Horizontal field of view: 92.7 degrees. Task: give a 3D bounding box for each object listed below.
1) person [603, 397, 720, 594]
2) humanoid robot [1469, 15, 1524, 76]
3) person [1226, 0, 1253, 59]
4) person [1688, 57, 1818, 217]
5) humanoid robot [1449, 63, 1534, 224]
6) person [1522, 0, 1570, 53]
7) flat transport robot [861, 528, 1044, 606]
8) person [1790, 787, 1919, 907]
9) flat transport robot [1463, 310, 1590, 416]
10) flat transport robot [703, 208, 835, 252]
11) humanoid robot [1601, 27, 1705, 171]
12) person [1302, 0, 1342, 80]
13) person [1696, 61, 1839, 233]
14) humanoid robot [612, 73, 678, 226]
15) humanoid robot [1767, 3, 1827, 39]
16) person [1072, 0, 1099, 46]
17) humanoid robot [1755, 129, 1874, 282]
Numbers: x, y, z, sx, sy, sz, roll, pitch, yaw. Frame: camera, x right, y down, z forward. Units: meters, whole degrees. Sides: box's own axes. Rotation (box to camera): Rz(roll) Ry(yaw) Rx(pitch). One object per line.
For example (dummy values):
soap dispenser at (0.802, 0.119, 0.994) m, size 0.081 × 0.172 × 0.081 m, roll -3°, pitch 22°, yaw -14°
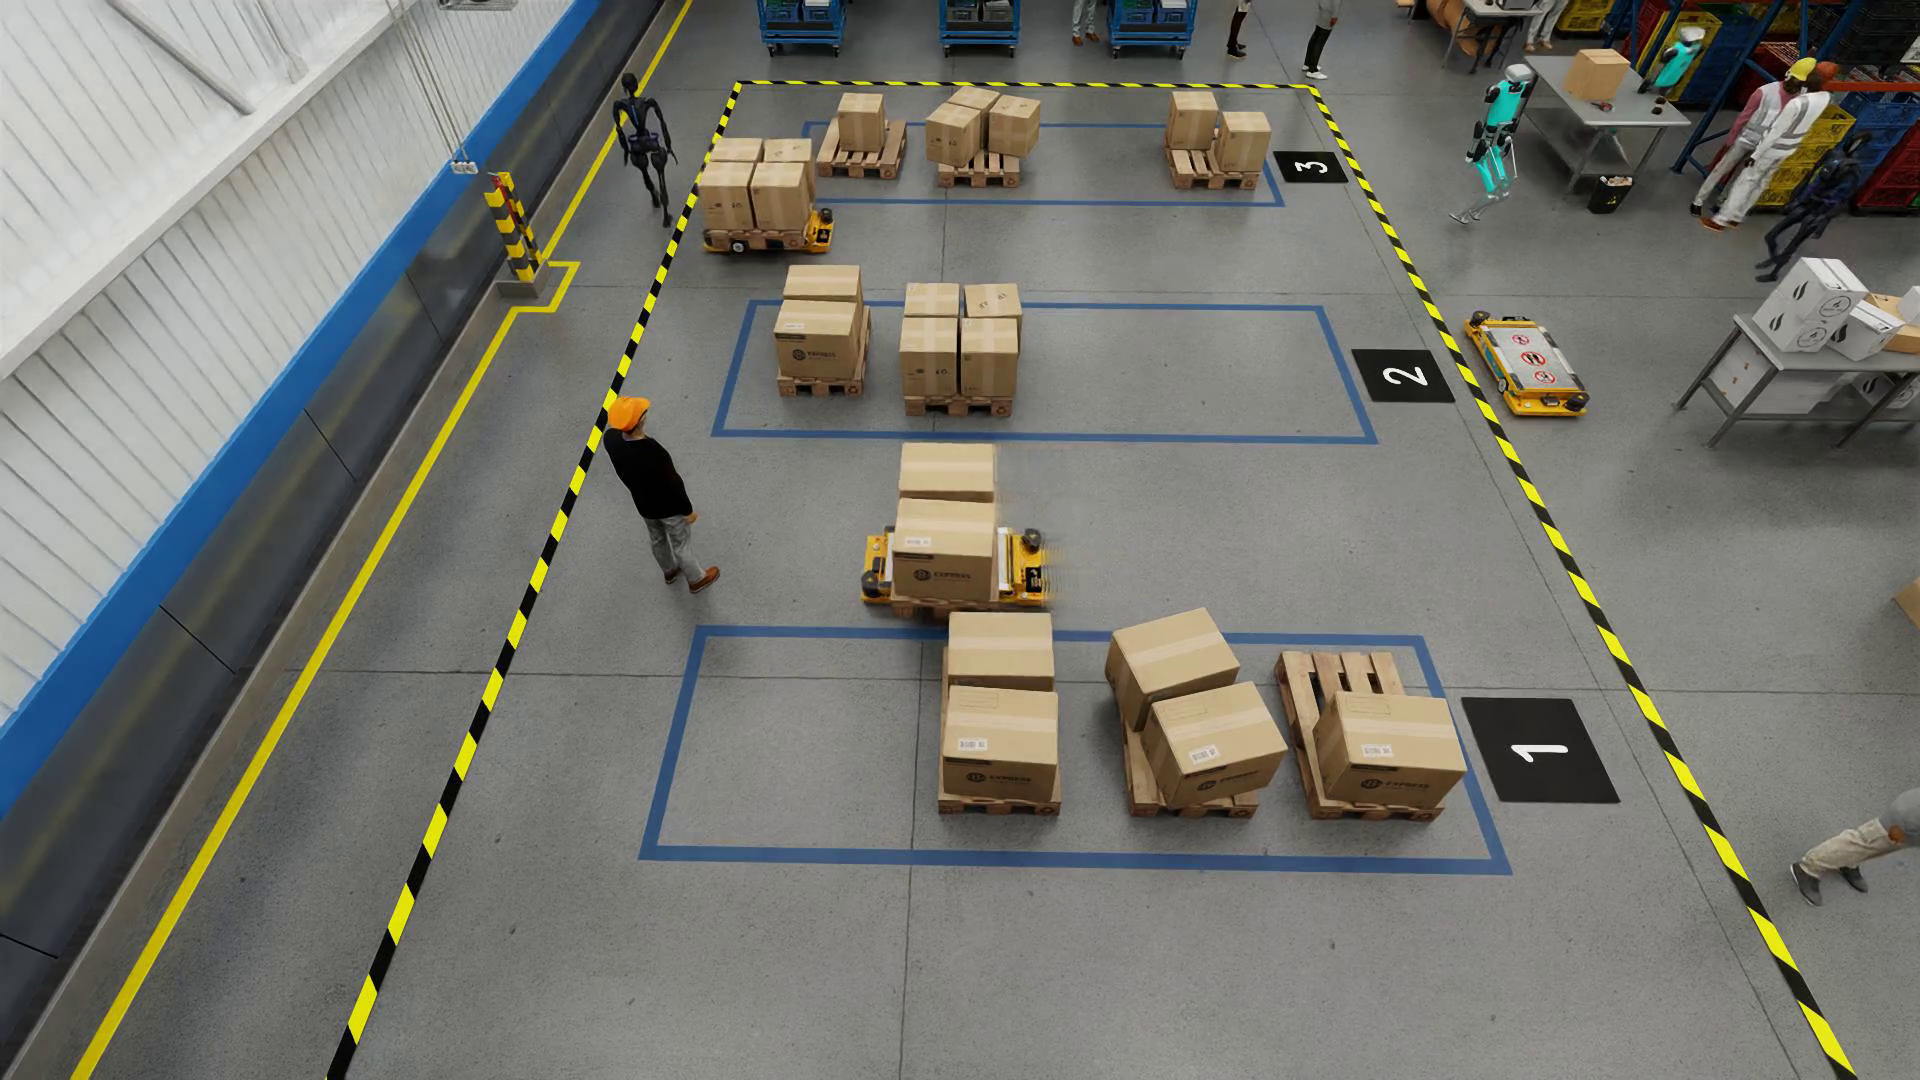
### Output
person at (-2.202, -0.299, 6.725) m, size 0.587 × 1.884 × 0.361 m, roll 22°, pitch 52°, yaw 18°
humanoid robot at (7.859, -7.596, 13.211) m, size 0.609 × 1.623 × 0.785 m, roll 22°, pitch 53°, yaw 18°
person at (4.281, -8.218, 13.529) m, size 0.382 × 1.959 × 0.604 m, roll 11°, pitch 50°, yaw 9°
person at (9.056, -4.546, 10.439) m, size 0.593 × 1.824 × 0.403 m, roll 6°, pitch 49°, yaw 5°
humanoid robot at (6.013, -4.307, 10.199) m, size 0.533 × 1.681 × 0.735 m, roll -12°, pitch 50°, yaw -10°
person at (9.041, -8.306, 13.682) m, size 0.619 × 1.845 × 0.430 m, roll -11°, pitch 50°, yaw -9°
flat transport robot at (-0.054, 0.198, 7.343) m, size 1.431 × 0.197 × 0.652 m, roll 1°, pitch 49°, yaw 1°
person at (5.517, 1.574, 5.180) m, size 0.564 × 1.763 × 0.402 m, roll -9°, pitch 50°, yaw -7°
flat transport robot at (5.573, -1.757, 9.054) m, size 0.659 × 0.231 × 1.431 m, roll 1°, pitch 49°, yaw 1°
flat transport robot at (-2.211, -3.611, 10.640) m, size 1.431 × 0.197 × 0.652 m, roll 1°, pitch 49°, yaw 1°
humanoid robot at (8.346, -5.446, 11.273) m, size 0.538 × 1.729 × 1.032 m, roll -14°, pitch 50°, yaw -11°
person at (5.293, -7.588, 13.054) m, size 0.363 × 1.852 × 0.596 m, roll 1°, pitch 49°, yaw 1°
person at (9.057, -4.353, 10.235) m, size 0.591 × 1.879 × 0.385 m, roll -15°, pitch 51°, yaw -13°
humanoid robot at (-3.591, -4.515, 10.529) m, size 0.601 × 1.625 × 0.754 m, roll -6°, pitch 49°, yaw -5°
humanoid robot at (12.494, -7.973, 13.528) m, size 0.742 × 1.630 × 0.618 m, roll -26°, pitch 54°, yaw -21°
person at (1.989, -8.556, 13.835) m, size 0.627 × 1.940 × 0.371 m, roll -22°, pitch 53°, yaw -18°
humanoid robot at (8.951, -3.469, 9.598) m, size 0.379 × 1.654 × 0.586 m, roll -6°, pitch 49°, yaw -5°
